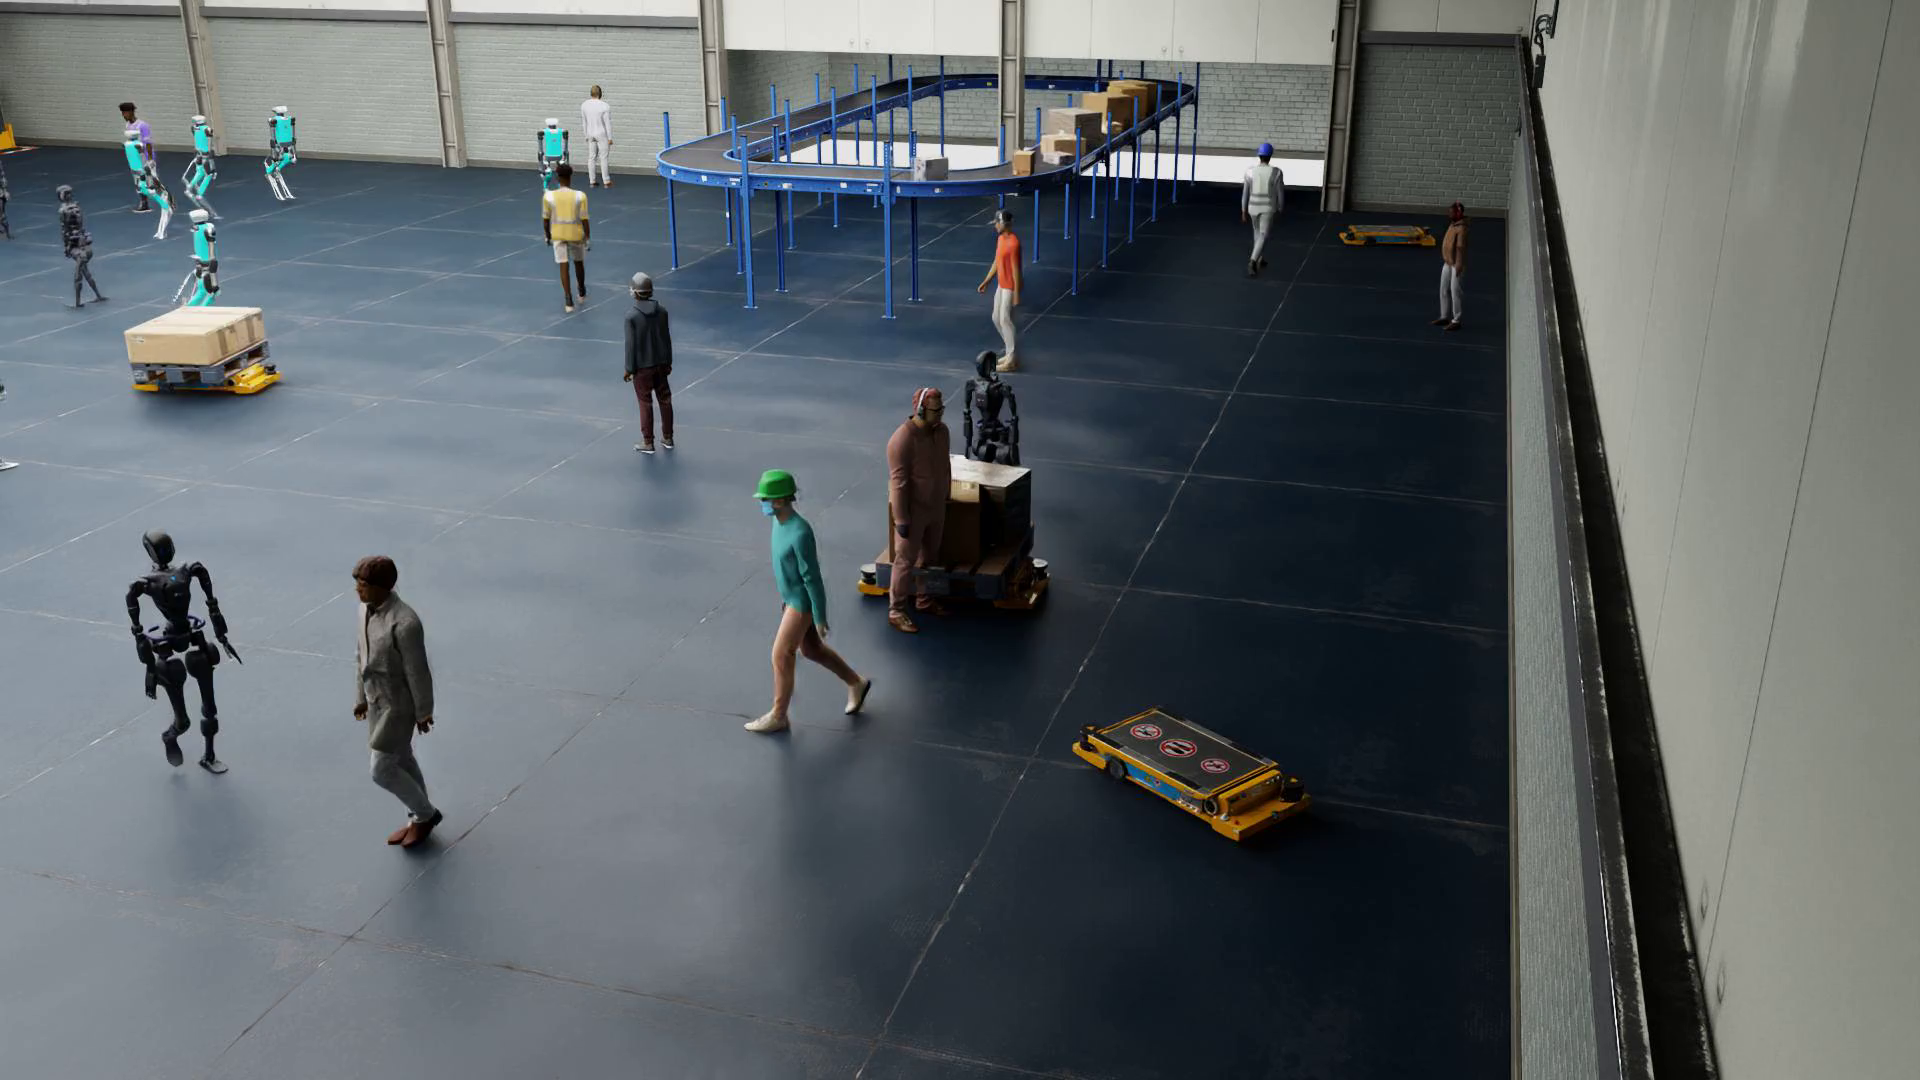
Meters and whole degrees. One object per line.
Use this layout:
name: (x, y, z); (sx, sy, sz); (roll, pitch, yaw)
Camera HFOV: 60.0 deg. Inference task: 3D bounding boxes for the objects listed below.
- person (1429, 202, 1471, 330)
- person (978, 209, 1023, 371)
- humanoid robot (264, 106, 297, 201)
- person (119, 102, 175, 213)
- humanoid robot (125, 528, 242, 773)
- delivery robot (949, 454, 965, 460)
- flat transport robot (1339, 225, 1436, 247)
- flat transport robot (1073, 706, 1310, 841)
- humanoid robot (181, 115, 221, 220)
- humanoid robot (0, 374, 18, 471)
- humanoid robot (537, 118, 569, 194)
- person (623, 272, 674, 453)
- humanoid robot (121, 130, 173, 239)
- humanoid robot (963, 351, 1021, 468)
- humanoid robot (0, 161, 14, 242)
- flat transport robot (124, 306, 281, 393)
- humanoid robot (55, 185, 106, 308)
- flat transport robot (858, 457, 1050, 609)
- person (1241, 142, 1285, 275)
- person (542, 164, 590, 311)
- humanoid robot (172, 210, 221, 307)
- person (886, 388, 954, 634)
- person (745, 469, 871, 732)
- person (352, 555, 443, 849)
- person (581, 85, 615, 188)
person: (6.361, -3.527, 21.411); (0.343, 1.641, 0.482); (-4, 21, -10)
person: (0.525, -2.948, 19.584); (0.528, 1.878, 0.509); (-6, 22, -15)
humanoid robot: (-12.384, -7.021, 30.162); (0.735, 1.677, 0.533); (12, 24, 28)
person: (-14.435, -6.784, 29.452); (0.650, 1.937, 0.682); (12, 24, 29)
humanoid robot: (-4.877, 0.688, 10.442); (0.427, 1.649, 0.589); (16, 26, 36)
delivery robot: (-0.189, -0.507, 15.119); (0.518, 0.613, 0.784); (6, 22, 16)
flat transport robot: (6.927, -4.929, 26.962); (1.431, 0.231, 0.659); (1, 21, 4)
flat transport robot: (1.435, 1.433, 10.460); (0.659, 0.231, 1.431); (-17, 27, -36)
humanoid robot: (-13.187, -6.392, 28.709); (0.550, 1.780, 0.701); (15, 26, 34)
humanoid robot: (-9.547, -1.403, 15.911); (0.553, 1.876, 0.785); (17, 27, 38)
humanoid robot: (-7.039, -6.344, 28.742); (0.542, 1.902, 0.728); (-9, 23, -23)
person: (-3.117, -1.767, 16.613); (0.536, 1.812, 0.369); (-18, 27, -38)
humanoid robot: (-13.214, -5.812, 27.255); (0.551, 1.809, 0.691); (15, 26, 34)
humanoid robot: (0.323, -0.860, 14.453); (0.589, 1.640, 0.444); (13, 25, 30)
humanoid robot: (-15.633, -5.675, 26.950); (0.615, 1.644, 0.373); (4, 21, 11)
flat transport robot: (-8.612, -1.859, 19.000); (1.431, 0.231, 0.659); (2, 21, 5)
humanoid robot: (-12.019, -3.993, 22.600); (0.593, 1.635, 0.678); (15, 26, 34)
flat transport robot: (-0.042, 0.296, 13.410); (1.431, 0.231, 0.659); (6, 22, 14)
person: (4.465, -4.909, 24.644); (0.613, 1.909, 0.944); (13, 24, 30)
person: (-5.337, -4.144, 22.630); (0.630, 1.913, 0.979); (-4, 21, -9)
humanoid robot: (-9.353, -3.060, 20.165); (0.871, 1.799, 0.543); (-18, 28, -39)
person: (-0.268, -0.235, 12.545); (0.402, 1.895, 0.660); (16, 26, 35)
person: (-1.005, 0.385, 11.028); (0.868, 1.824, 0.579); (-6, 22, -15)
person: (-3.295, 0.943, 9.578); (0.438, 1.816, 0.514); (-18, 28, -39)
person: (-6.963, -7.762, 32.014); (0.622, 1.931, 0.374); (7, 22, 18)
